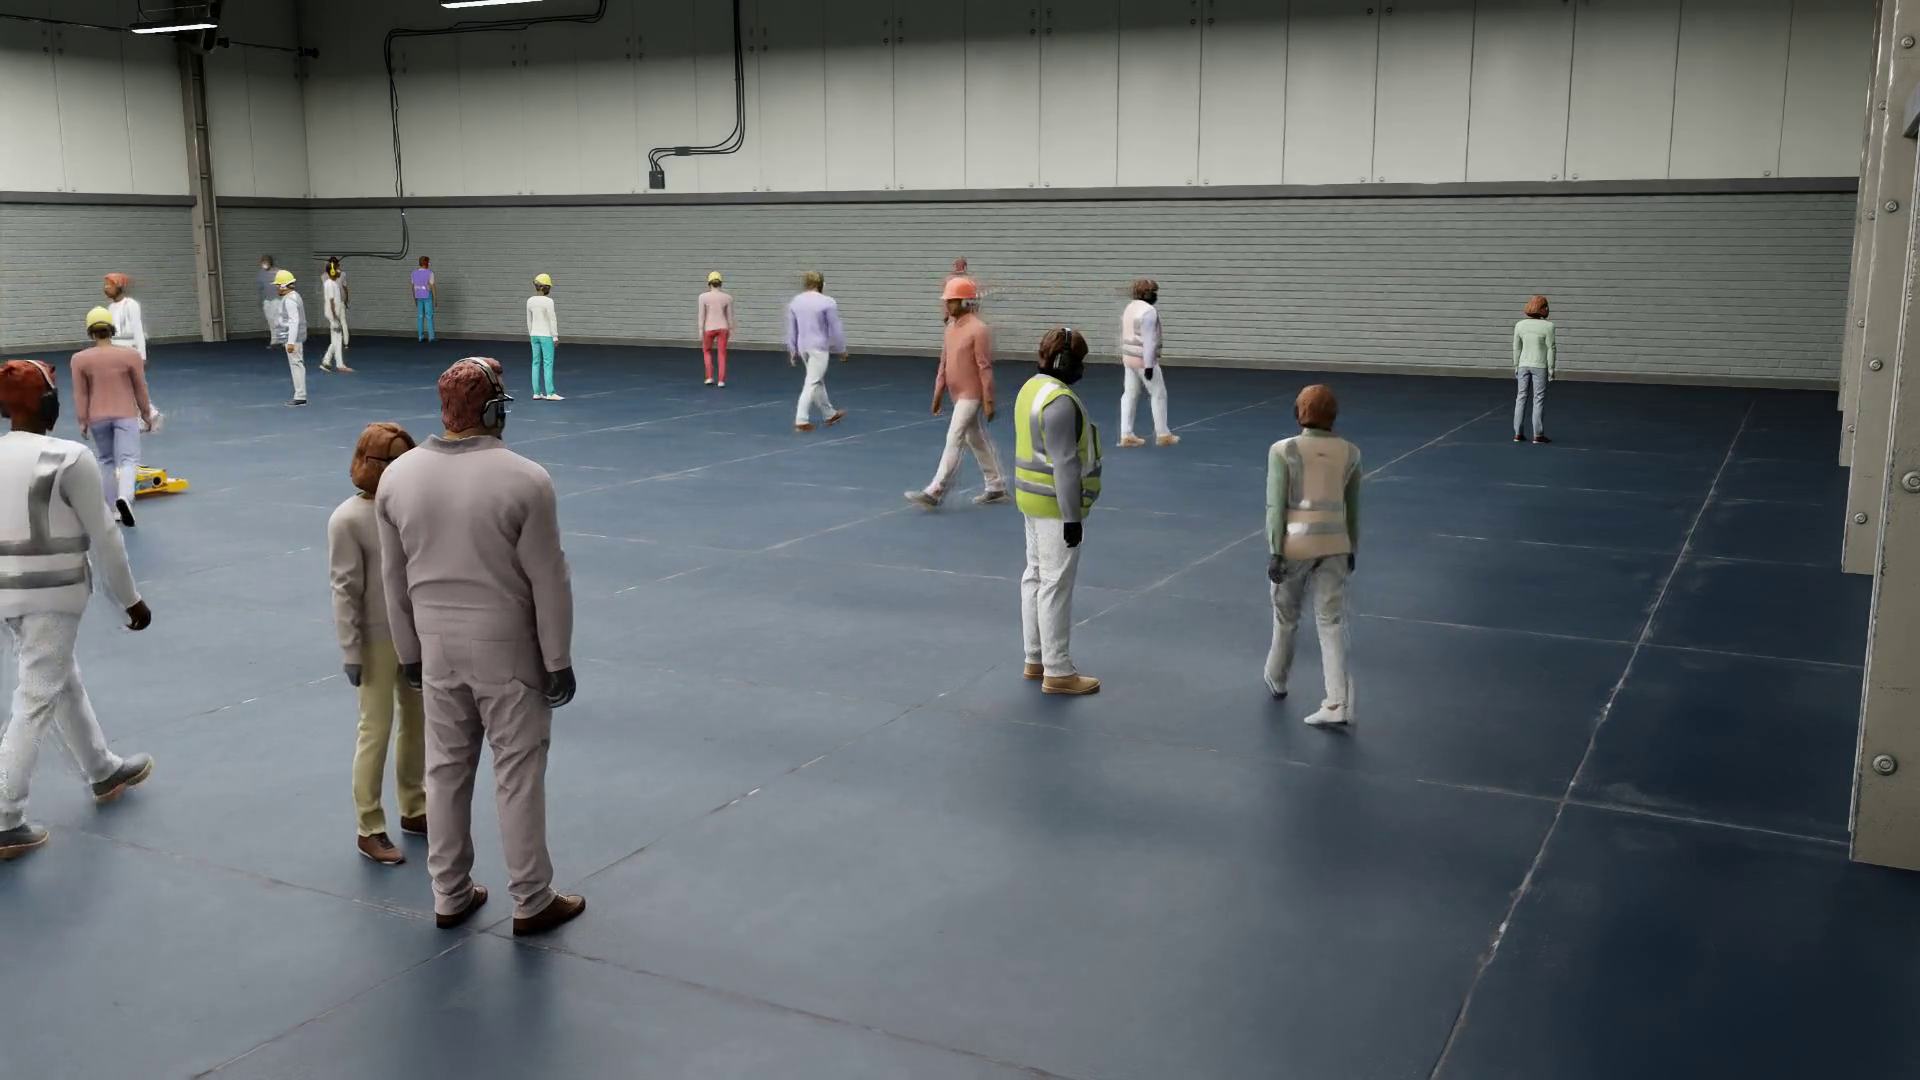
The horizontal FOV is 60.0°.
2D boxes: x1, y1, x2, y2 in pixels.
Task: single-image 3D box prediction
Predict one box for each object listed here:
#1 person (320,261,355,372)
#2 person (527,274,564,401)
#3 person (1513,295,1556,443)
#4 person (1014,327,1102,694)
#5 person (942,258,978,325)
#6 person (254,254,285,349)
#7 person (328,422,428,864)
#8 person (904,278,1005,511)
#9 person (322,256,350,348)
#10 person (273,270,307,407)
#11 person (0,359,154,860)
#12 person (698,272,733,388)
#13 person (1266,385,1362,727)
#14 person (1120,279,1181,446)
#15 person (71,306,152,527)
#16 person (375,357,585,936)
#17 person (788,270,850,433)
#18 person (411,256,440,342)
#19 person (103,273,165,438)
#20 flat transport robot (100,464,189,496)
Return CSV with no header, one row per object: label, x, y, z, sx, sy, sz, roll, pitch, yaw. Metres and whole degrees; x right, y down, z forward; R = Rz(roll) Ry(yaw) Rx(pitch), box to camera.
person,-10.490,-3.731,27.919,0.458,1.887,0.559,-4,11,-19
person,-5.800,-2.821,23.201,0.524,1.760,0.326,7,12,32
person,6.380,-1.893,18.477,0.280,1.633,0.500,-9,14,-41
person,0.497,-0.151,8.426,0.429,1.839,0.621,-3,11,-14
person,0.026,-3.896,28.656,0.652,1.905,0.406,4,11,23
person,-13.930,-4.821,33.678,0.692,1.911,0.436,5,11,24
person,-2.102,0.369,6.172,0.283,1.626,0.511,5,12,26
person,-0.014,-1.222,13.986,1.040,1.933,0.651,-5,12,-25
person,-12.672,-4.816,33.770,0.518,1.874,0.326,-5,12,-27
person,-8.996,-2.704,22.369,0.404,1.828,0.592,-3,11,-17
person,-3.491,0.233,6.364,0.583,1.835,0.979,3,11,17
person,-3.724,-3.195,25.277,0.546,1.742,0.683,-4,11,-19
person,1.680,0.061,7.930,0.526,1.587,0.849,-3,11,-14
person,2.102,-1.925,18.143,0.784,1.815,0.661,-4,11,-21
person,-6.703,-0.968,13.136,0.531,1.740,0.736,-3,11,-17
person,-1.551,0.355,5.472,0.651,1.907,0.409,3,11,15
person,-1.641,-2.222,19.571,0.632,1.883,1.019,8,13,37
person,-11.558,-5.194,35.897,0.570,1.843,0.372,4,11,19
person,-9.400,-2.073,18.805,0.617,1.870,0.447,8,13,37
flat transport robot,-7.528,-0.466,14.412,0.652,0.197,1.431,5,12,27
